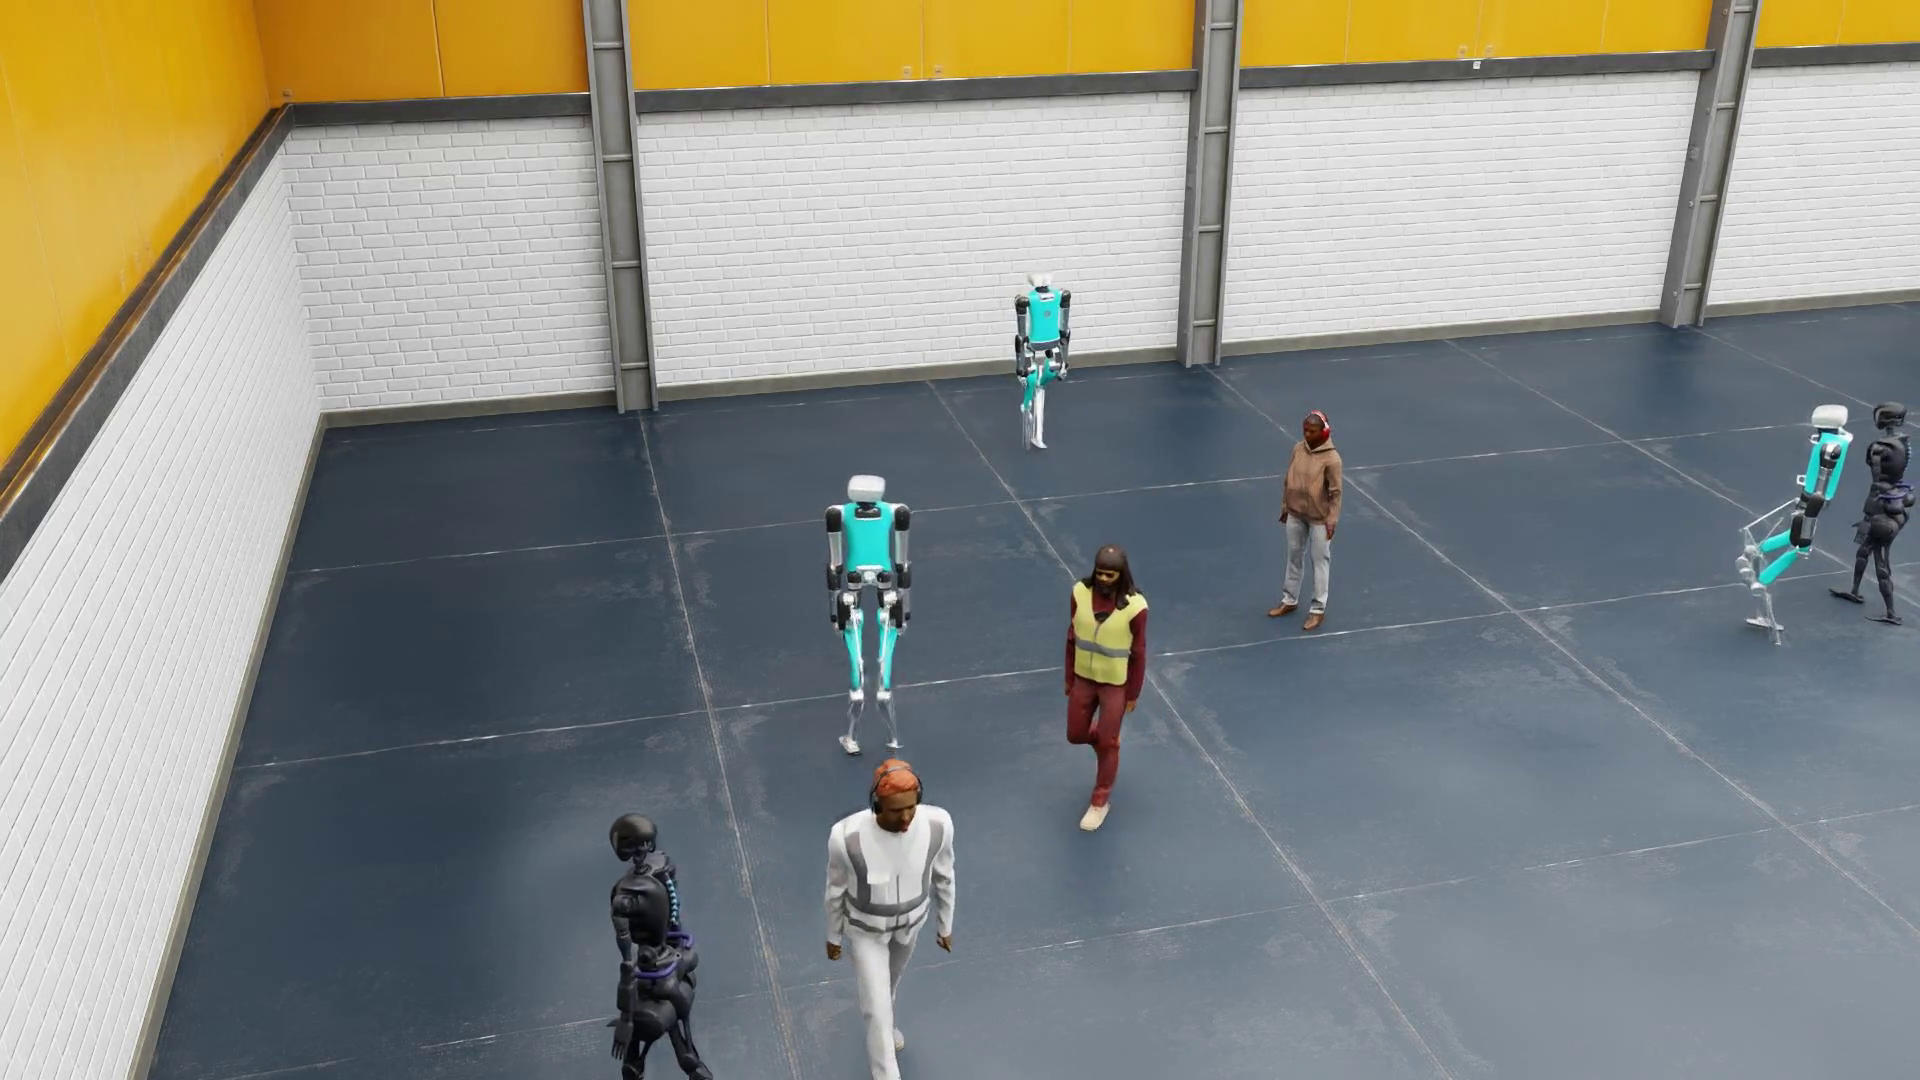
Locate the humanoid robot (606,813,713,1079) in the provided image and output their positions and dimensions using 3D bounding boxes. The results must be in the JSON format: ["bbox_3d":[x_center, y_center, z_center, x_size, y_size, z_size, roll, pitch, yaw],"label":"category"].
[{"bbox_3d":[-1.302,1.947,7.251,0.714,1.622,0.614,6,24,13],"label":"humanoid robot"}]

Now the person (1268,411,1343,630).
[{"bbox_3d":[2.534,-0.162,12.008,0.310,1.650,0.470,-21,31,-39],"label":"person"}]

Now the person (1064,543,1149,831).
[{"bbox_3d":[0.856,0.808,9.678,0.486,1.755,0.572,12,27,26],"label":"person"}]

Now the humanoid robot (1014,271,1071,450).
[{"bbox_3d":[0.674,-1.580,15.270,0.552,1.911,0.716,-9,25,-19],"label":"humanoid robot"}]

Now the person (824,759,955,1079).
[{"bbox_3d":[-0.297,1.750,7.484,0.588,1.804,1.058,-9,25,-20],"label":"person"}]

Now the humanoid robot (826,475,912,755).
[{"bbox_3d":[-0.553,0.537,10.319,0.530,1.783,0.777,-1,24,-3],"label":"humanoid robot"}]

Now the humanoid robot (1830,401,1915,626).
[{"bbox_3d":[6.784,-0.214,12.151,0.610,1.613,0.588,-20,31,-38],"label":"humanoid robot"}]

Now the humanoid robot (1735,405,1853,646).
[{"bbox_3d":[5.813,-0.112,11.797,0.712,1.805,0.541,12,27,26],"label":"humanoid robot"}]
